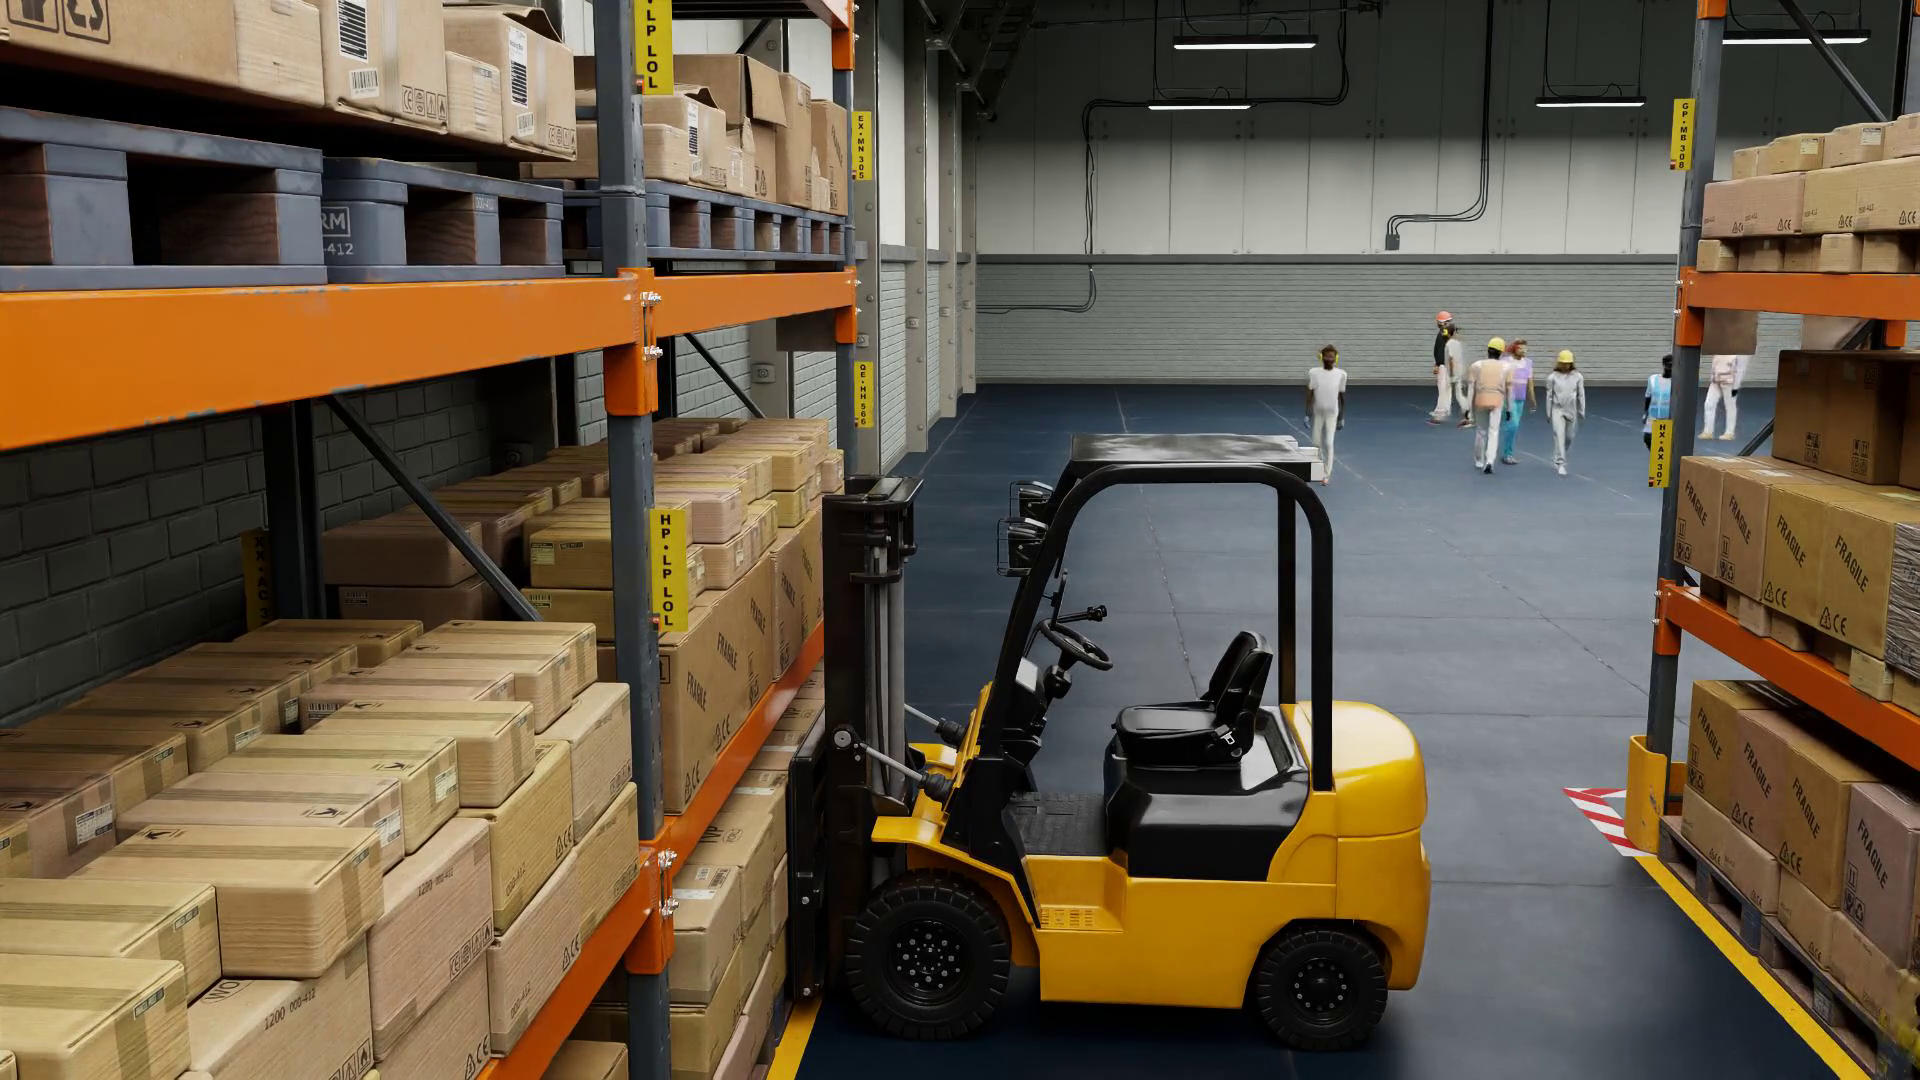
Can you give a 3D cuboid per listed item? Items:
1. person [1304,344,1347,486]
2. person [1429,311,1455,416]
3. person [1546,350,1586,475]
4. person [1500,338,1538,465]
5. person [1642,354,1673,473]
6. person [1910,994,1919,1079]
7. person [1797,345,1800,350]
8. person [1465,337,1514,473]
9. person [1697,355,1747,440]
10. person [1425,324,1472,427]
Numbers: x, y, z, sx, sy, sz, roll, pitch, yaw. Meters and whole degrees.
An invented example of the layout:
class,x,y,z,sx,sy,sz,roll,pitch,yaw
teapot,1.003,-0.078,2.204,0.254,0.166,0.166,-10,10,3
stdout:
class,x,y,z,sx,sy,sz,roll,pitch,yaw
person,4.793,-1.653,21.829,0.531,1.854,0.661,3,10,18
person,9.228,-3.368,31.787,0.378,1.996,0.611,7,12,38
person,8.369,-1.785,23.054,0.534,1.709,0.761,1,9,8
person,8.018,-1.996,23.984,0.557,1.826,0.531,-5,10,-26
person,9.475,-1.670,22.413,0.558,1.682,0.360,9,13,44
person,1.507,1.538,2.534,0.521,1.843,0.763,0,9,1
person,13.879,-2.537,26.988,0.452,1.924,0.622,-7,11,-35
person,7.366,-1.881,23.162,0.632,1.876,0.962,3,10,16
person,12.440,-2.520,27.194,0.748,1.813,0.639,-4,10,-25
person,8.734,-2.921,29.624,0.958,1.816,0.549,8,12,41
